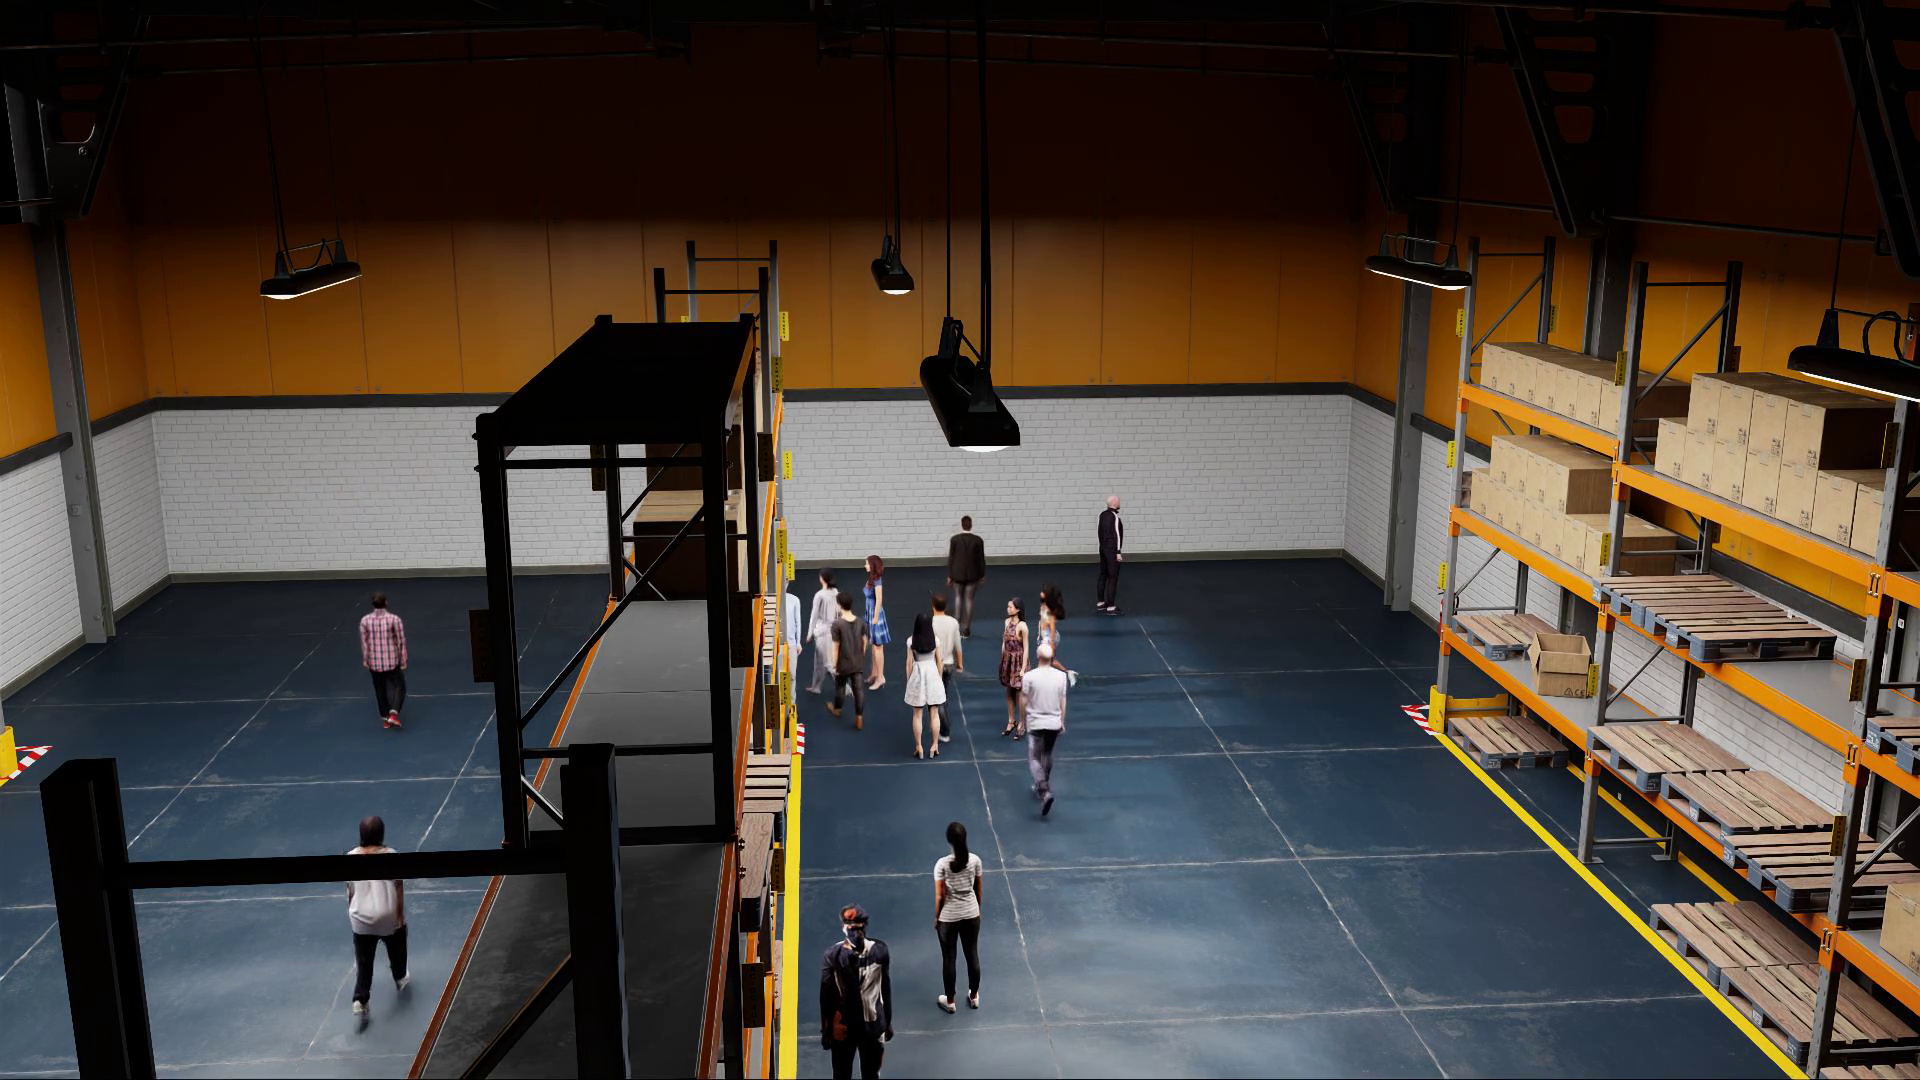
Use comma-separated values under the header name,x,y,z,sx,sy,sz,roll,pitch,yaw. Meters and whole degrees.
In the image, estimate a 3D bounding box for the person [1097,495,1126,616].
name,x,y,z,sx,sy,sz,roll,pitch,yaw
person,2.295,0.205,25.487,0.816,1.834,0.649,-6,15,-25

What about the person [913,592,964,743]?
name,x,y,z,sx,sy,sz,roll,pitch,yaw
person,-0.203,1.555,20.014,0.887,1.786,1.061,-7,15,-27

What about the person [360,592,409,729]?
name,x,y,z,sx,sy,sz,roll,pitch,yaw
person,-7.047,1.497,20.330,0.714,1.750,0.766,-1,14,-6

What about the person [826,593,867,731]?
name,x,y,z,sx,sy,sz,roll,pitch,yaw
person,-1.329,1.513,20.422,0.793,1.676,1.056,-5,14,-19

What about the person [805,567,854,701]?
name,x,y,z,sx,sy,sz,roll,pitch,yaw
person,-1.673,1.240,21.411,1.056,1.742,1.066,9,16,32

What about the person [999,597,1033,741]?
name,x,y,z,sx,sy,sz,roll,pitch,yaw
person,0.664,1.544,20.088,0.856,1.774,0.776,-10,17,-36

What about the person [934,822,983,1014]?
name,x,y,z,sx,sy,sz,roll,pitch,yaw
person,-0.010,3.126,13.830,0.614,1.643,0.589,-4,14,-17

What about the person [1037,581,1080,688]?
name,x,y,z,sx,sy,sz,roll,pitch,yaw
person,1.217,1.304,21.433,0.706,1.607,0.829,-3,14,-14

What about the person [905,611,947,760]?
name,x,y,z,sx,sy,sz,roll,pitch,yaw
person,-0.412,1.691,19.479,0.634,1.774,0.616,-1,14,-4

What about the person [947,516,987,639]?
name,x,y,z,sx,sy,sz,roll,pitch,yaw
person,0.075,0.558,24.133,0.768,1.786,0.760,3,14,11

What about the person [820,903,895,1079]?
name,x,y,z,sx,sy,sz,roll,pitch,yaw
person,-0.732,3.473,11.871,0.743,1.891,0.669,-5,14,-18

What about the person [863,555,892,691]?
name,x,y,z,sx,sy,sz,roll,pitch,yaw
person,-1.134,1.074,21.961,0.757,1.805,0.557,-3,14,-13

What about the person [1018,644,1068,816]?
name,x,y,z,sx,sy,sz,roll,pitch,yaw
person,0.918,2.049,17.943,0.861,1.801,1.209,-4,14,-18

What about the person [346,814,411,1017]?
name,x,y,z,sx,sy,sz,roll,pitch,yaw
person,-4.862,3.132,13.796,0.652,1.647,1.081,-1,14,-4
